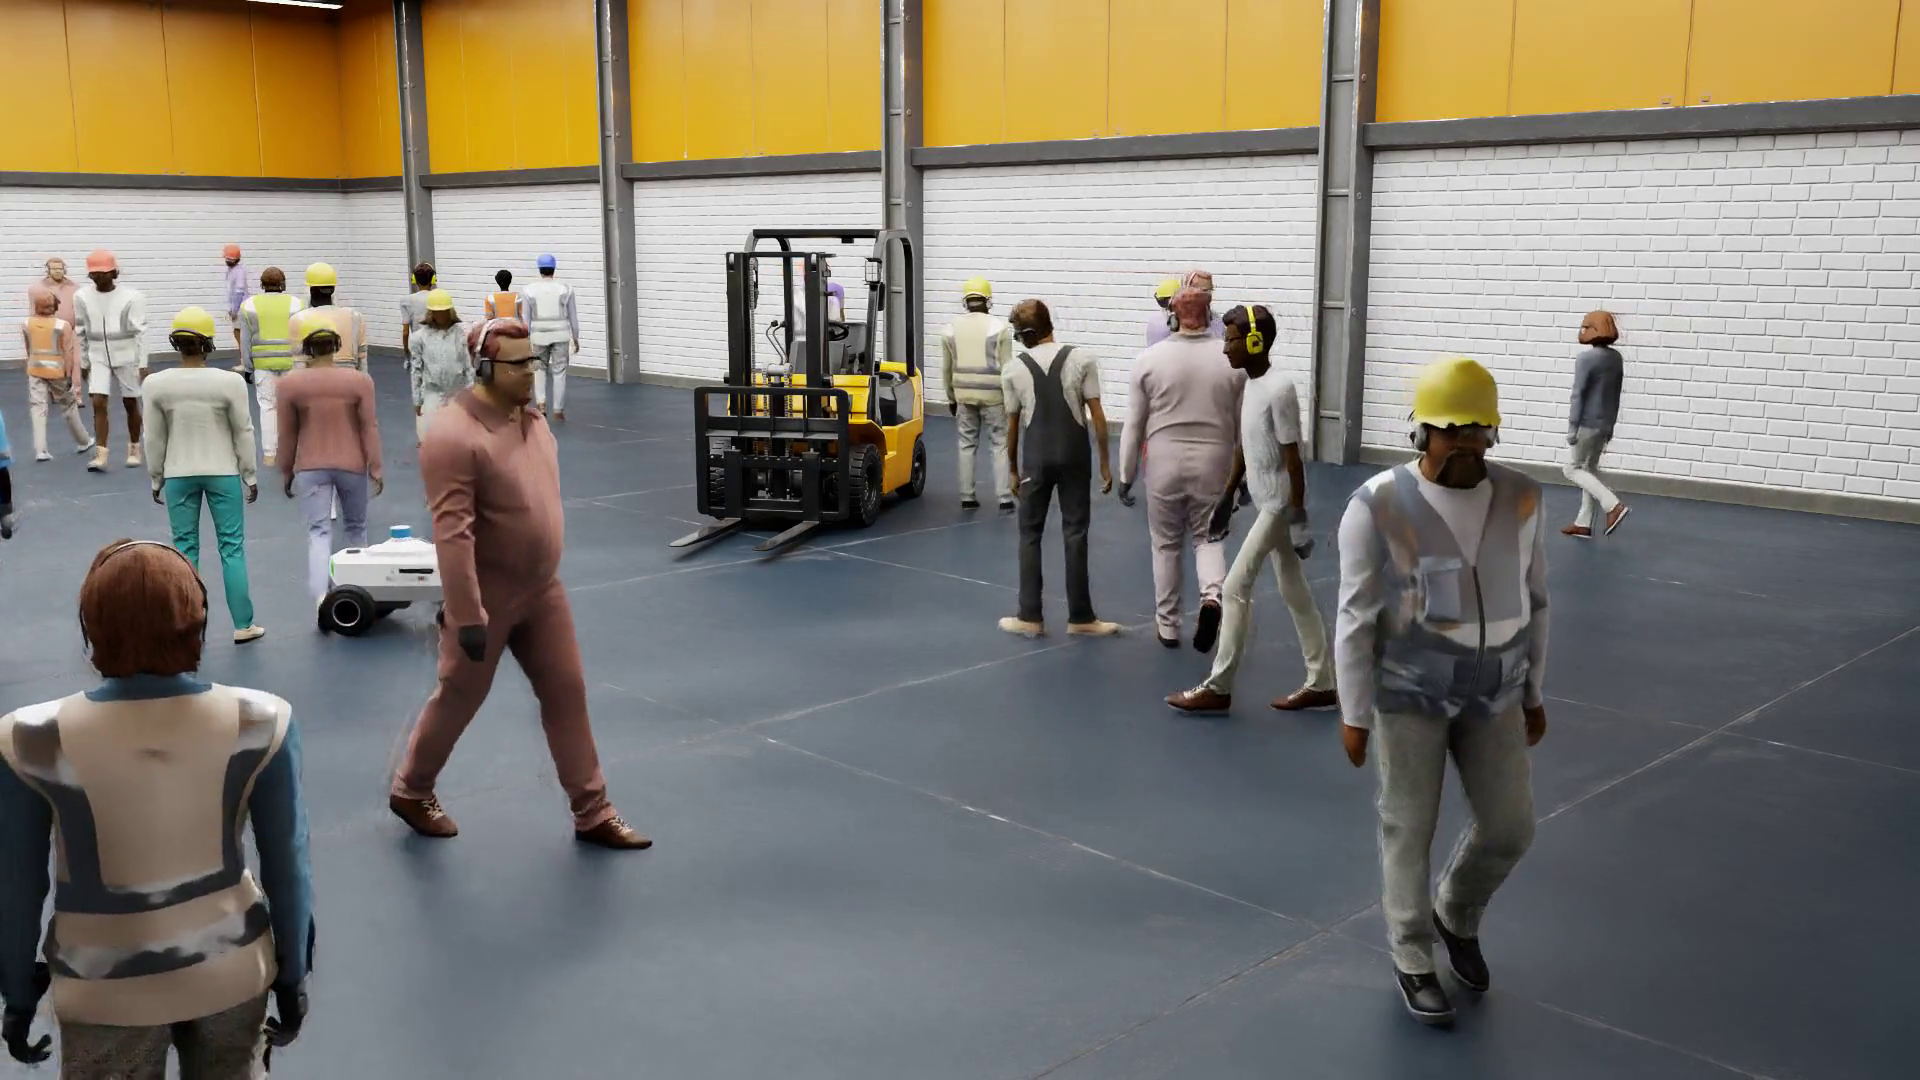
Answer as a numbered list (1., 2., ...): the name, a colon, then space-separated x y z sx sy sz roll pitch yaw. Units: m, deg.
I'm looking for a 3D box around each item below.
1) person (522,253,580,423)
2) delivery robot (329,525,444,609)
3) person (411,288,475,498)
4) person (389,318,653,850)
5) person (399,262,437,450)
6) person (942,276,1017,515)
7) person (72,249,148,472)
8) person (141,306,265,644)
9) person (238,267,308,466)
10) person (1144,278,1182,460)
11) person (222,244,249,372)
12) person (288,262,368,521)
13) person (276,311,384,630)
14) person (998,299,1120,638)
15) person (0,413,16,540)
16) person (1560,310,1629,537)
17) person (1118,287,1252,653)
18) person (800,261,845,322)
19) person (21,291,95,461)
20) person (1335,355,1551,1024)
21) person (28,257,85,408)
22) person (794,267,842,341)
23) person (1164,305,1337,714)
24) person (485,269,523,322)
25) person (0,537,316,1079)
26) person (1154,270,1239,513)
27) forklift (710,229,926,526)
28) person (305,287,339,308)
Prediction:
1. person: -4.666 -2.304 19.020 0.631 1.931 0.467 -1 10 -7
2. delivery robot: -3.030 0.165 9.044 0.707 0.478 0.477 0 10 -2
3. person: -4.032 -1.108 13.061 0.481 1.723 0.378 -5 12 -26
4. person: -1.608 0.164 5.773 0.997 1.864 0.660 4 11 22
5. person: -5.276 -1.821 16.539 0.512 1.872 0.328 -3 11 -17
6. person: 0.150 -1.100 12.747 0.626 1.820 0.413 5 11 24
7. person: -7.653 -1.604 14.984 0.635 1.991 0.984 -2 11 -11
8. person: -3.943 -0.326 8.675 0.533 1.767 0.327 -2 11 -13
9. person: -6.328 -1.608 15.458 0.634 1.842 0.429 -3 11 -18
10. person: 1.763 -1.328 14.125 0.308 1.772 0.526 7 13 35
11. person: -11.303 -3.622 26.054 0.446 1.993 0.680 -7 13 -35
12. person: -4.723 -1.104 12.469 0.364 1.930 0.588 10 14 42
13. person: -3.464 -0.394 9.157 0.532 1.719 0.846 -3 11 -18
14. person: 0.556 -0.366 8.822 0.671 1.805 0.347 2 11 9
15. person: -4.791 -0.122 7.860 0.540 1.646 0.885 -1 10 -4
16. person: 4.461 -0.792 11.611 0.512 1.614 0.503 -7 13 -35
17. person: 1.163 -0.336 8.441 0.696 1.875 0.619 0 10 2
18. person: -1.651 -2.450 20.043 0.567 1.840 0.375 -5 11 -24
19. person: -8.674 -1.575 15.946 0.514 1.594 0.862 0 10 -2
20. person: 1.309 0.410 4.509 0.627 1.819 0.426 -1 10 -7
21. person: -11.263 -2.602 20.796 0.653 1.875 0.900 -8 13 -38
22. person: -1.462 -1.919 17.037 0.565 1.883 0.984 -5 12 -25
23. person: 1.290 -0.122 7.386 0.895 1.818 0.514 1 10 4
24. person: -5.771 -2.592 21.213 0.535 1.700 0.318 -3 11 -15
25. person: -1.380 0.807 2.906 0.520 1.615 0.691 -7 12 -33
26. person: 1.823 -1.072 12.473 0.645 1.858 0.977 -9 13 -39
27. forklift: -1.050 -1.319 12.920 1.214 2.155 2.313 2 11 13
28. person: -10.098 -3.477 26.351 0.504 1.587 0.871 -6 12 -32
